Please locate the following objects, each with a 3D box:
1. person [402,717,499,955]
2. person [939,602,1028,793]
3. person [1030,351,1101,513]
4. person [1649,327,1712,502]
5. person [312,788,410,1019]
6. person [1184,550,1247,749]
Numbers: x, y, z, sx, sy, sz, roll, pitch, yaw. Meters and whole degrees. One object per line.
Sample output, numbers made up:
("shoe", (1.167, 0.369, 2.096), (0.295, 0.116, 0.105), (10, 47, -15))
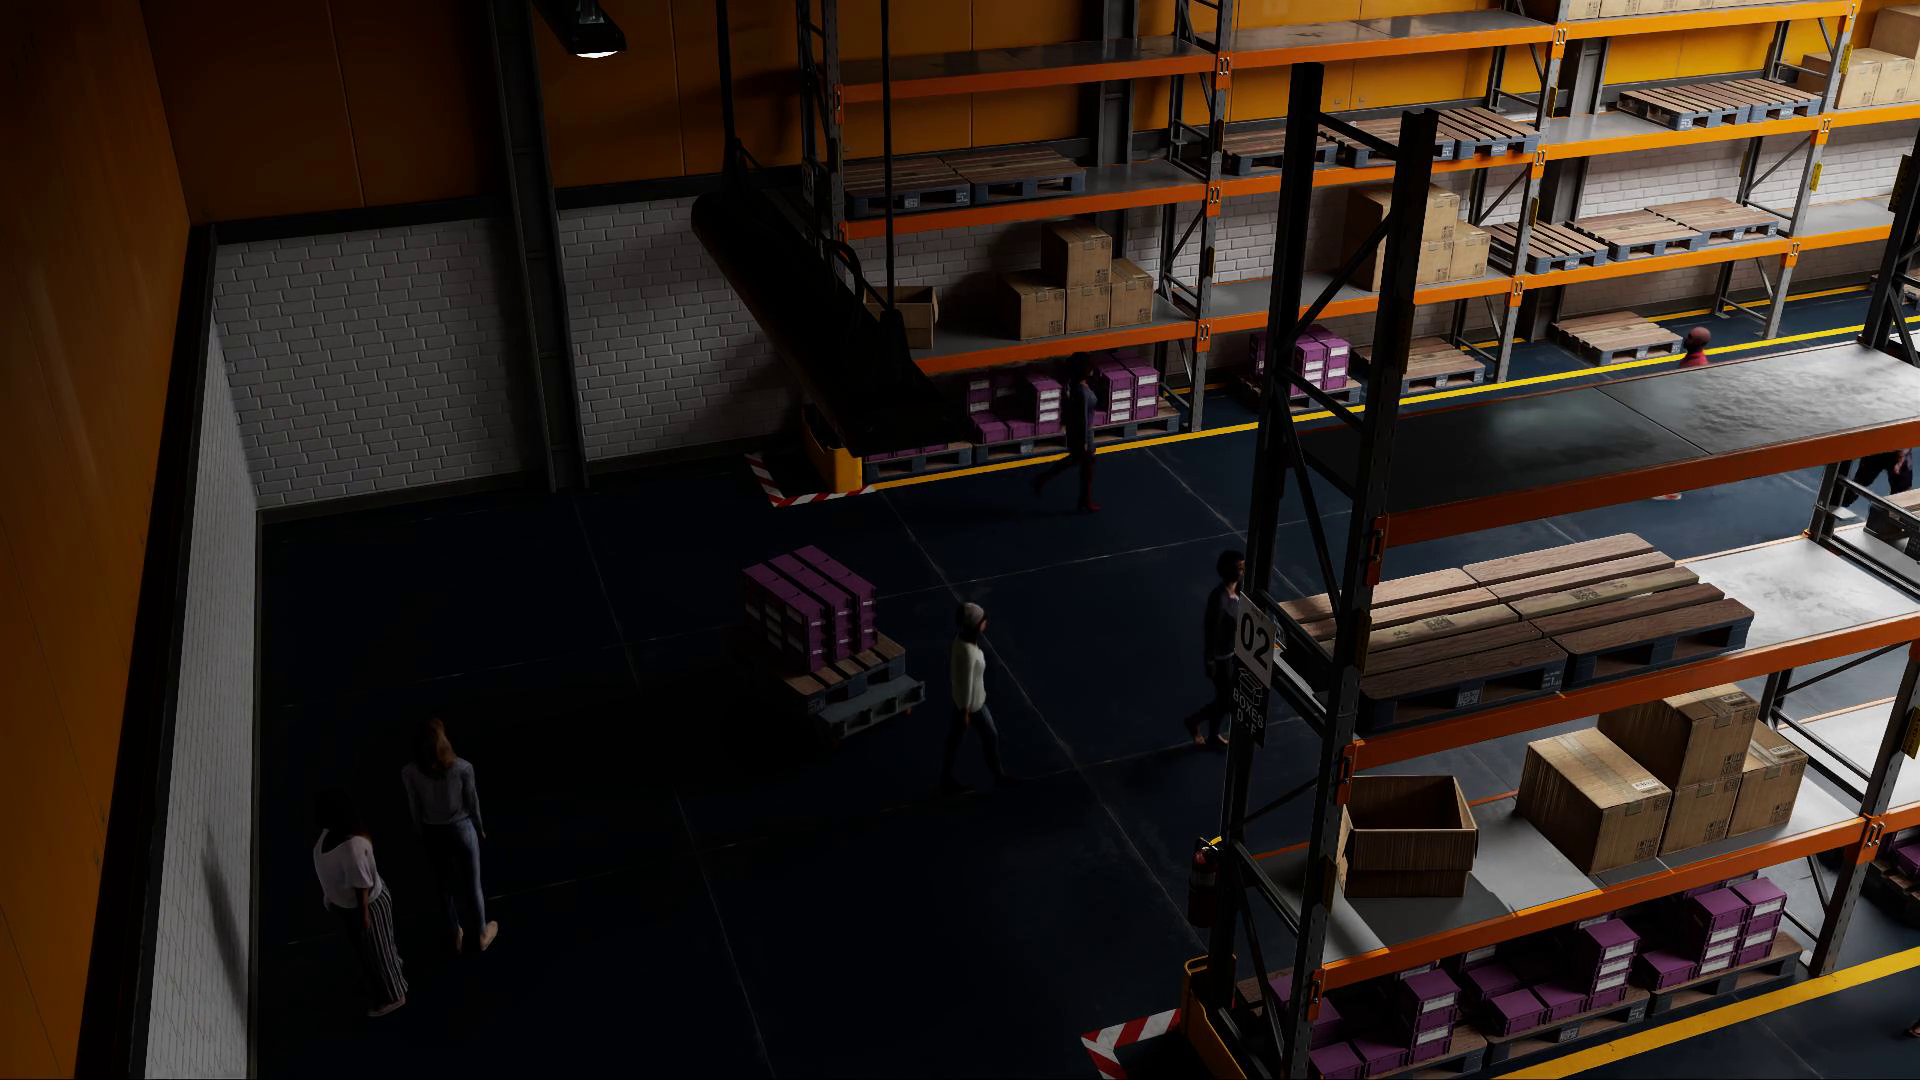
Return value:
("person", (-3.303, 1.913, 10.764), (0.513, 1.795, 0.692), (-3, 29, -6))
("person", (-0.018, 1.186, 12.271), (0.939, 1.627, 0.708), (-4, 29, -8))
("person", (1.093, -1.026, 16.257), (0.991, 1.694, 0.721), (-3, 29, -6))
("person", (7.208, -1.271, 16.575), (0.751, 1.819, 0.753), (5, 29, 9))
("person", (-3.728, 2.221, 10.321), (0.687, 1.679, 0.729), (-16, 32, -26))
("person", (1.944, 0.848, 12.754), (0.852, 1.759, 0.790), (16, 32, 27))
